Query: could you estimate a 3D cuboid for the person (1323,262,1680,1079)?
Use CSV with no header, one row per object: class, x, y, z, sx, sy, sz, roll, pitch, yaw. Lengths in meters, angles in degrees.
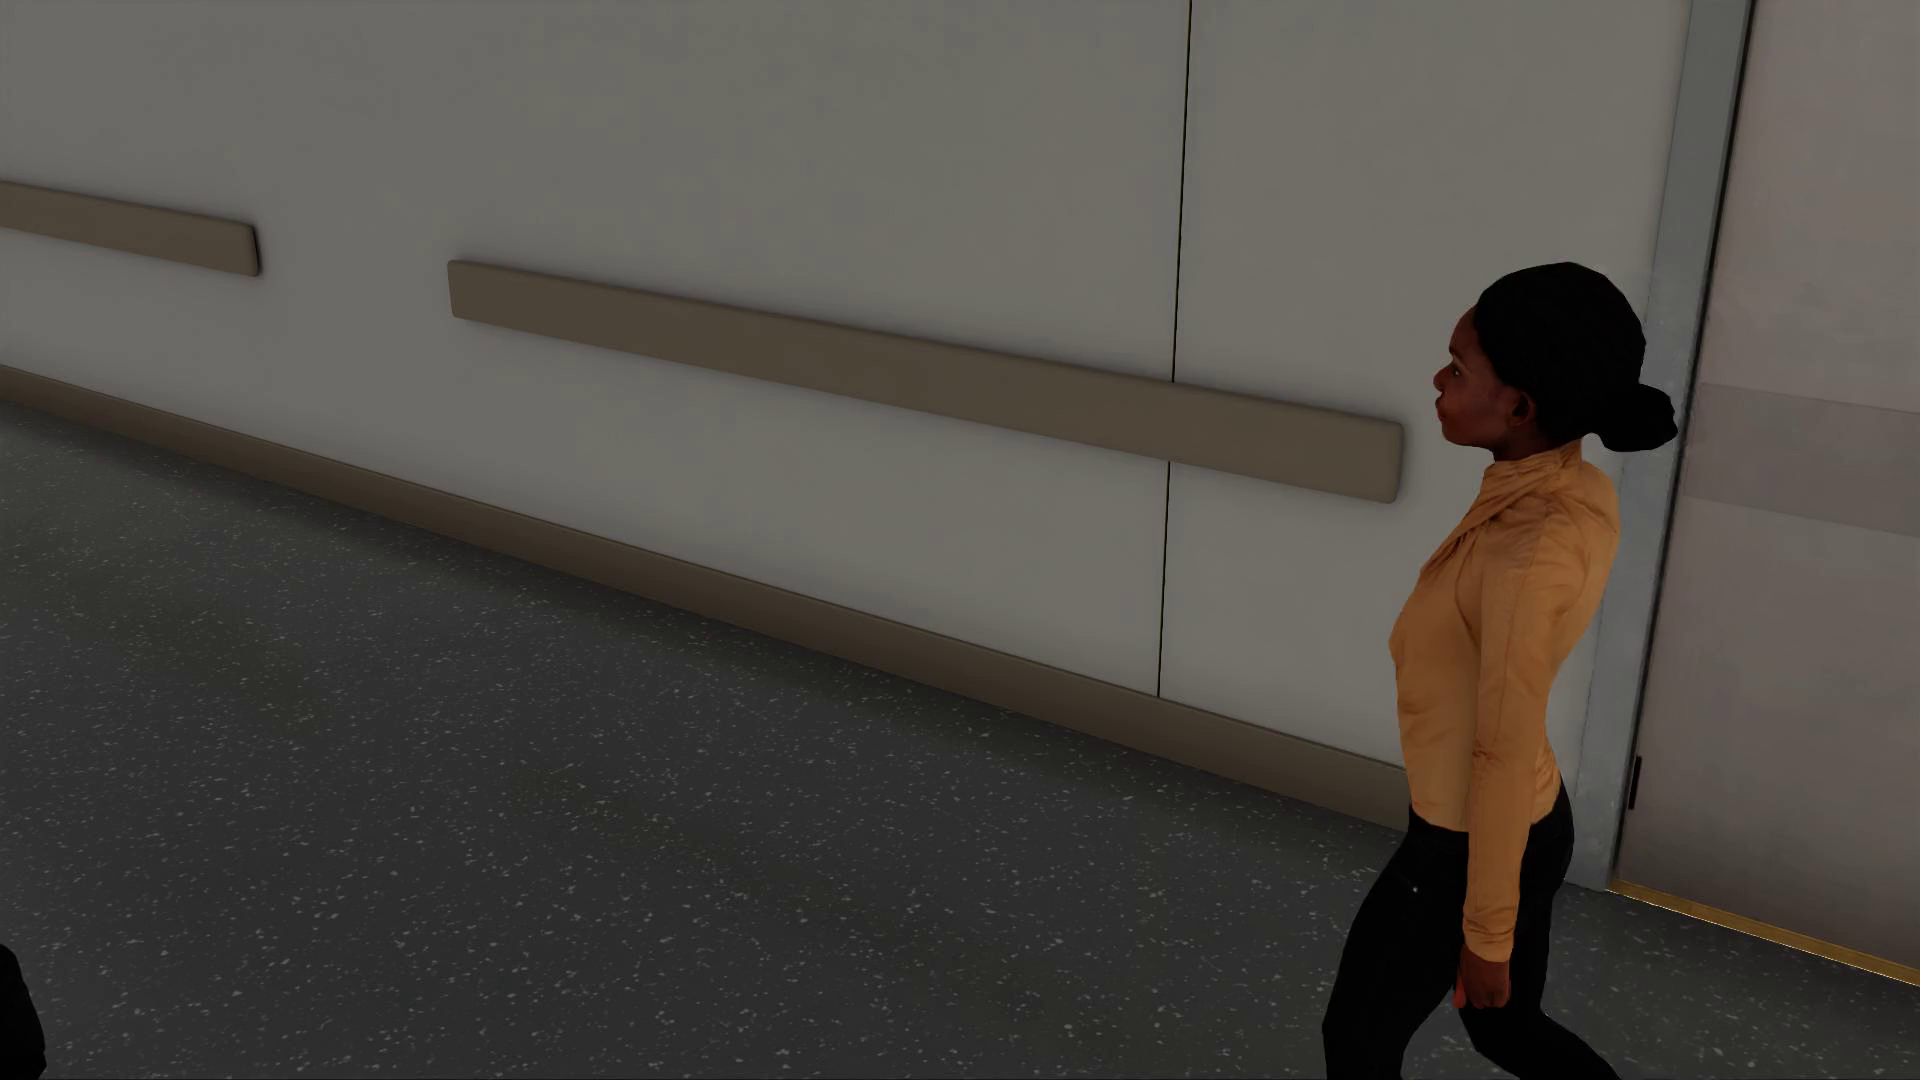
person,0.799,0.449,2.286,0.665,1.633,0.974,13,24,30
